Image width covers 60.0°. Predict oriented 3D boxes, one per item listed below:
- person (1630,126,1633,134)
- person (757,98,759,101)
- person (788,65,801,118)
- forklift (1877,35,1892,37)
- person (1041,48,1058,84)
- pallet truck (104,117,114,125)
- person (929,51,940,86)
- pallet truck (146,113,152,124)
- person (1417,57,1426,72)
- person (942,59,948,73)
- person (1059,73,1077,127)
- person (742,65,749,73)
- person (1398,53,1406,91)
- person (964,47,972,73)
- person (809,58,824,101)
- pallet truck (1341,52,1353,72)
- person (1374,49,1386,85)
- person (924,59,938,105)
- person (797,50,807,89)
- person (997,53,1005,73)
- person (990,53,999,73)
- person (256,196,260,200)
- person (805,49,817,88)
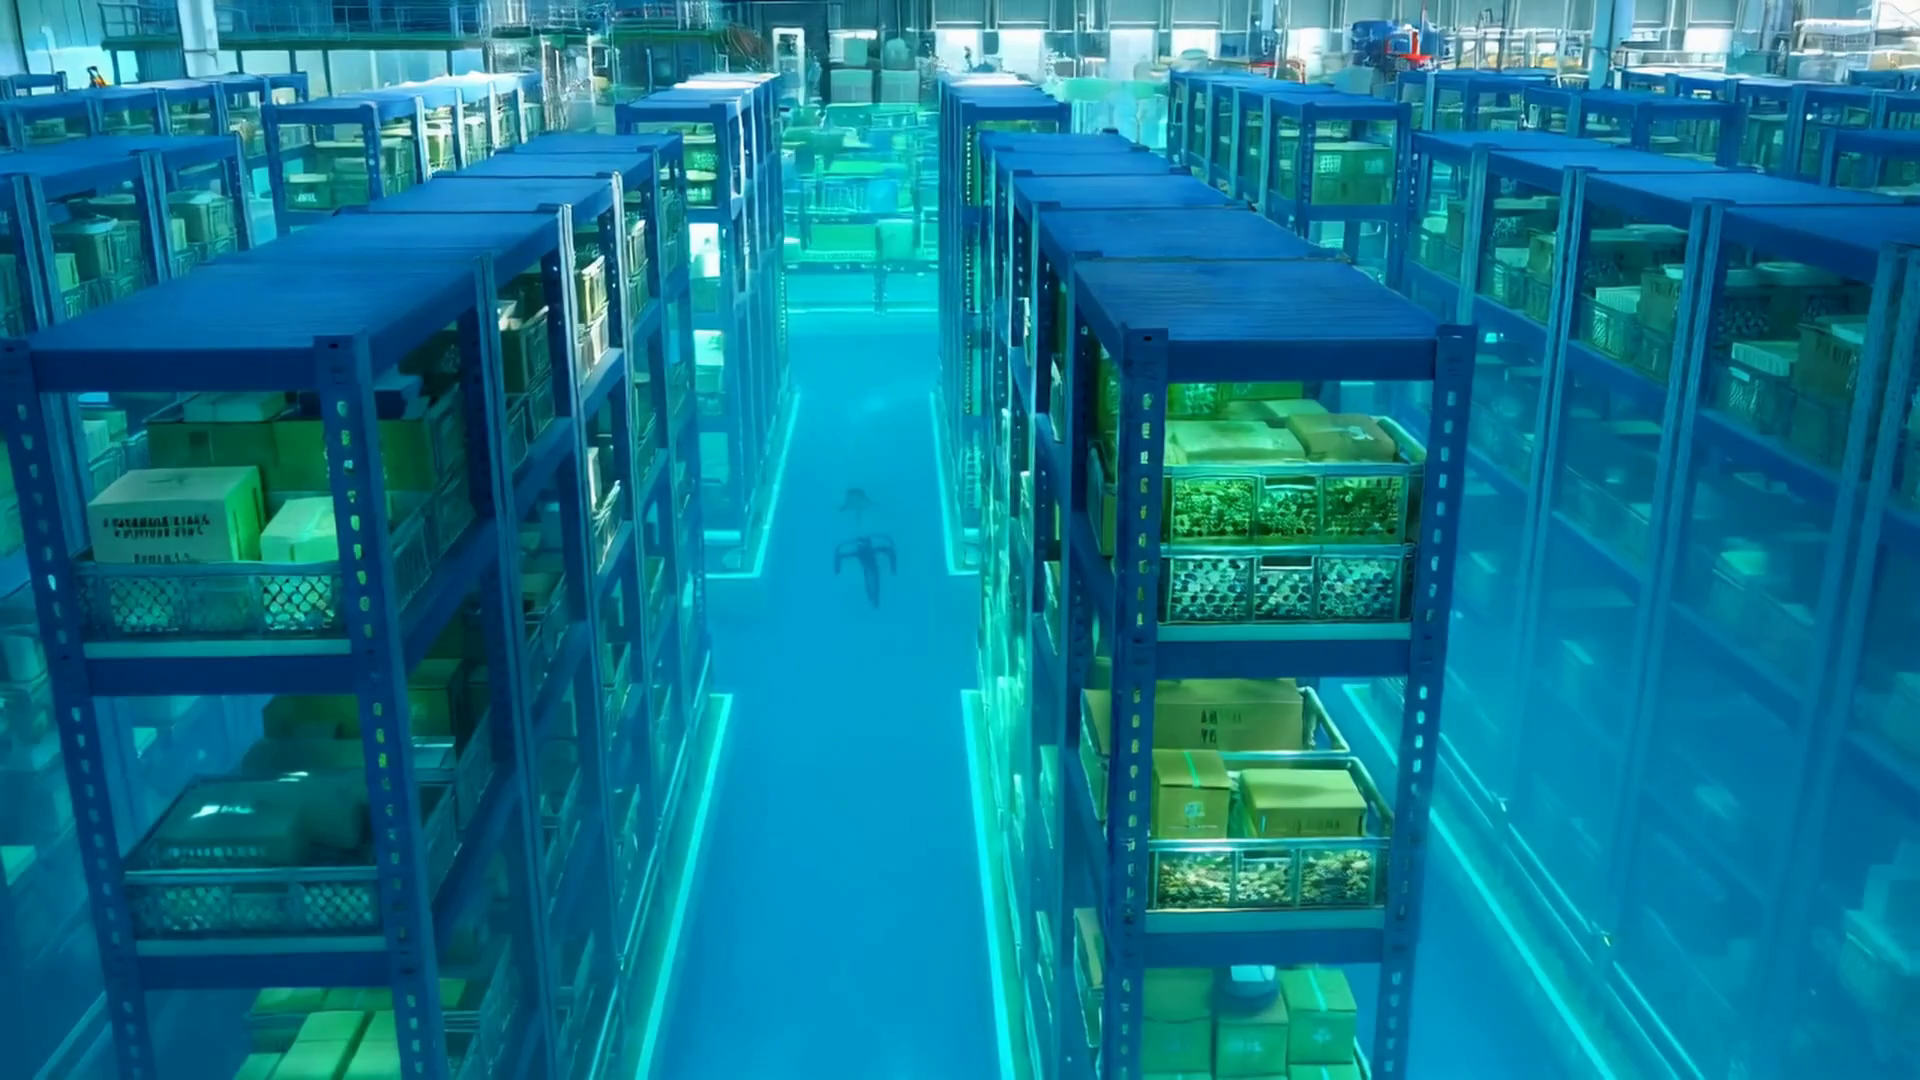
[{"bbox_3d":[19.794,-12.207,48.928,0.540,1.697,0.318,15,23,38],"label":"person"},{"bbox_3d":[-5.596,-11.573,46.696,0.533,1.868,0.310,6,19,17],"label":"person"},{"bbox_3d":[-6.256,-17.302,64.150,0.974,2.000,0.709,3,18,10],"label":"person"},{"bbox_3d":[44.168,-22.919,80.186,1.129,2.768,1.873,-1,18,-2],"label":"forklift"},{"bbox_3d":[4.942,-26.179,91.859,0.844,1.897,0.546,7,19,20],"label":"person"},{"bbox_3d":[-18.367,-7.885,35.078,1.885,1.965,0.823,1,18,2],"label":"pallet truck"},{"bbox_3d":[-1.359,-25.243,89.070,0.647,1.826,0.526,-9,20,-26],"label":"person"},{"bbox_3d":[-18.087,-8.309,36.390,1.885,1.965,0.823,-1,18,-4],"label":"pallet truck"},{"bbox_3d":[21.787,-21.862,78.586,0.429,1.841,0.621,1,18,4],"label":"person"},{"bbox_3d":[-0.706,-20.925,75.636,0.310,1.868,0.533,2,18,7],"label":"person"},{"bbox_3d":[3.836,-15.737,59.532,0.910,1.899,0.556,12,21,32],"label":"person"},{"bbox_3d":[-8.484,-17.814,65.916,0.367,1.927,0.587,11,21,31],"label":"person"},{"bbox_3d":[22.389,-23.713,84.260,0.351,1.878,0.568,-8,19,-23],"label":"person"},{"bbox_3d":[0.549,-26.967,94.325,1.004,1.868,0.607,-2,18,-7],"label":"person"},{"bbox_3d":[-6.580,-21.032,75.941,0.639,1.880,1.057,-9,20,-25],"label":"person"},{"bbox_3d":[18.794,-23.123,82.231,0.823,1.965,1.885,-13,22,-35],"label":"pallet truck"},{"bbox_3d":[21.976,-24.760,87.362,0.610,1.969,0.922,-14,23,-38],"label":"person"},{"bbox_3d":[-1.240,-19.527,71.073,0.713,2.020,0.610,-14,22,-36],"label":"person"},{"bbox_3d":[-8.158,-24.360,86.157,0.403,1.937,0.604,10,20,28],"label":"person"},{"bbox_3d":[2.189,-25.627,90.524,0.536,1.650,0.867,-3,18,-8],"label":"person"},{"bbox_3d":[1.828,-24.822,87.874,0.524,1.759,0.328,-9,20,-26],"label":"person"},{"bbox_3d":[-8.746,-3.366,21.113,0.609,1.984,0.399,9,20,25],"label":"person"},{"bbox_3d":[-7.812,-24.638,86.991,0.677,1.959,0.422,-7,19,-22],"label":"person"}]
